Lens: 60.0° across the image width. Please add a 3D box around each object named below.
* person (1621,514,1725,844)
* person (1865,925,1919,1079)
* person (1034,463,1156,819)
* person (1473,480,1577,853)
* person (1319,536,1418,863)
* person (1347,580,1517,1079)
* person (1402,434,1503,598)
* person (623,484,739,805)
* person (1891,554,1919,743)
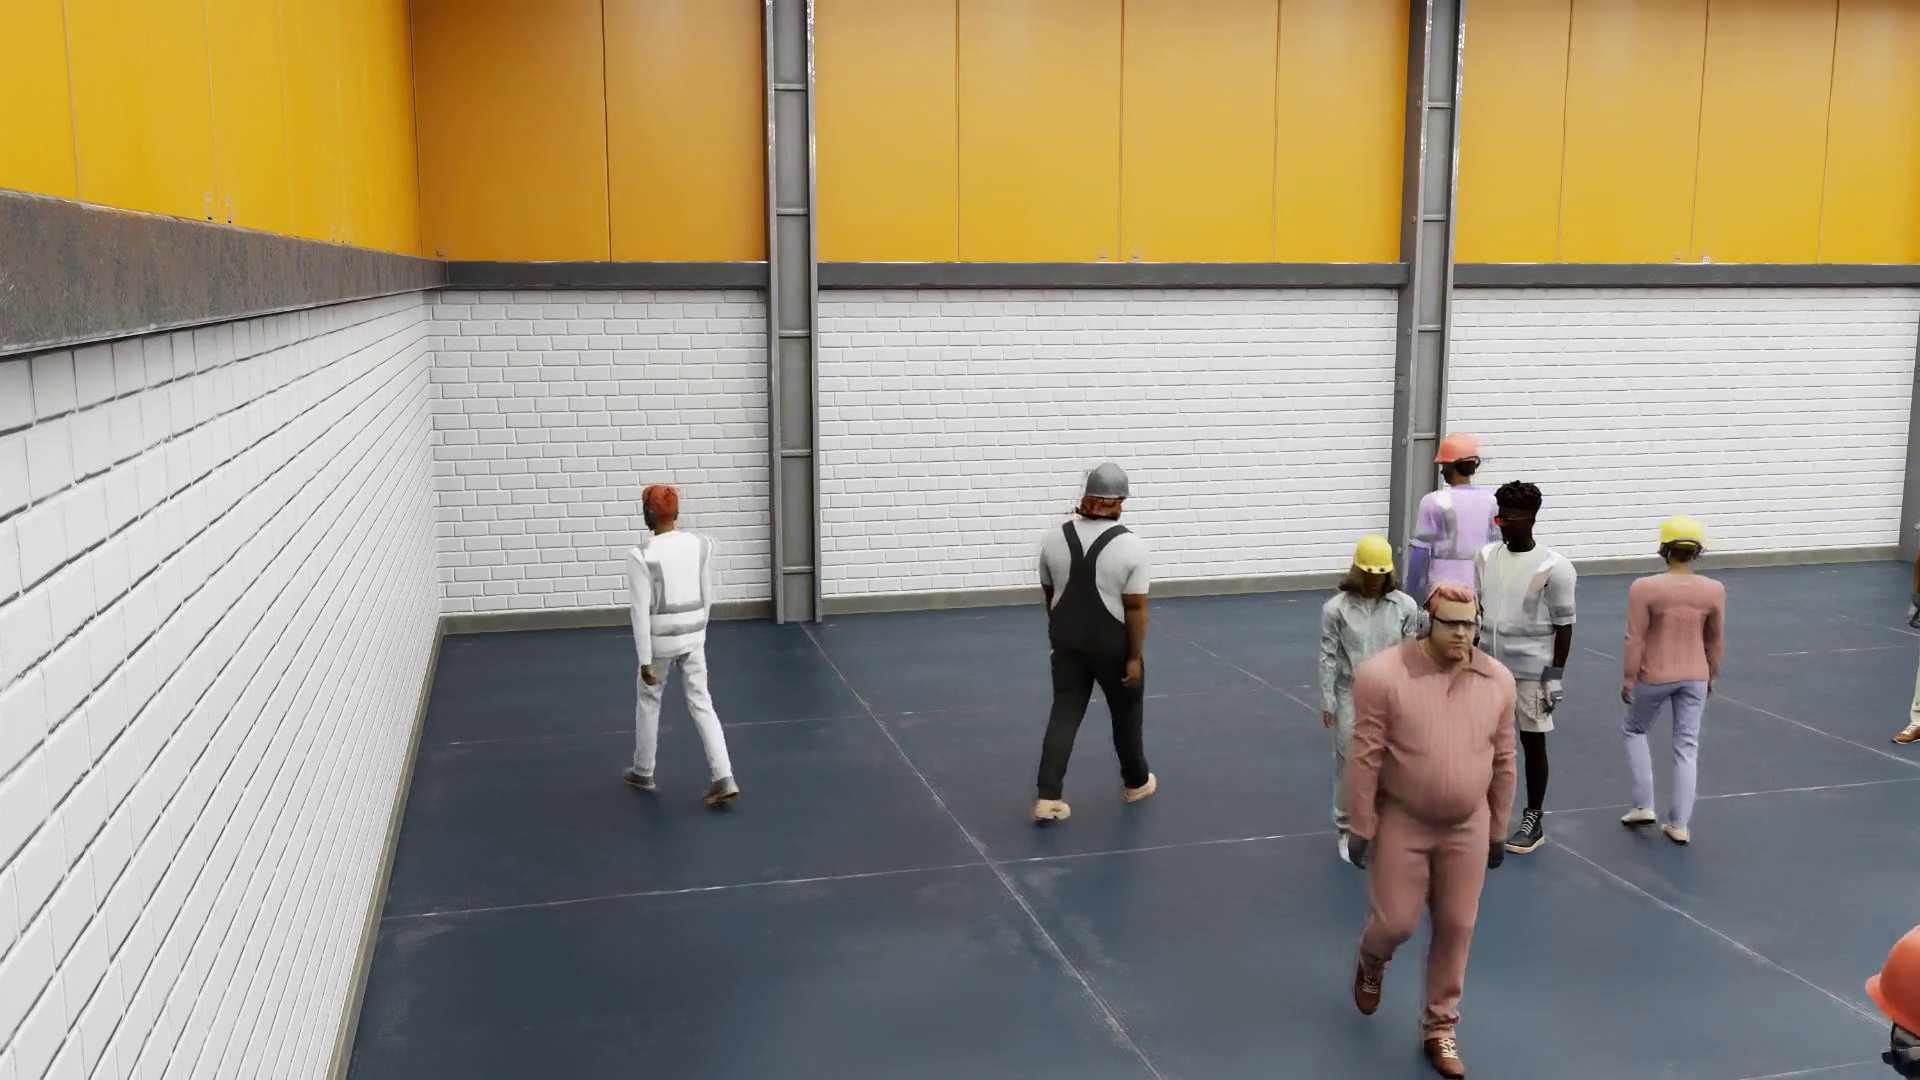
[{"bbox_3d":[3.809,0.736,8.929,0.546,1.747,0.516,0,9,0],"label":"person"},{"bbox_3d":[1.679,1.599,2.948,0.641,1.931,1.098,-2,9,-12],"label":"person"},{"bbox_3d":[0.754,0.534,9.288,0.686,2.000,0.987,5,11,30],"label":"person"},{"bbox_3d":[2.923,0.655,8.761,0.368,1.965,0.609,-6,11,-34],"label":"person"},{"bbox_3d":[2.098,0.818,8.509,0.547,1.720,0.432,0,9,0],"label":"person"},{"bbox_3d":[1.806,1.069,6.410,0.670,1.890,0.578,-1,9,-4],"label":"person"},{"bbox_3d":[3.254,0.299,10.968,0.602,1.989,1.068,-4,10,-23],"label":"person"},{"bbox_3d":[-1.615,0.599,9.533,0.579,1.843,0.949,-8,12,-39],"label":"person"},{"bbox_3d":[6.283,0.418,10.544,0.330,1.872,0.512,-6,11,-34],"label":"person"}]
